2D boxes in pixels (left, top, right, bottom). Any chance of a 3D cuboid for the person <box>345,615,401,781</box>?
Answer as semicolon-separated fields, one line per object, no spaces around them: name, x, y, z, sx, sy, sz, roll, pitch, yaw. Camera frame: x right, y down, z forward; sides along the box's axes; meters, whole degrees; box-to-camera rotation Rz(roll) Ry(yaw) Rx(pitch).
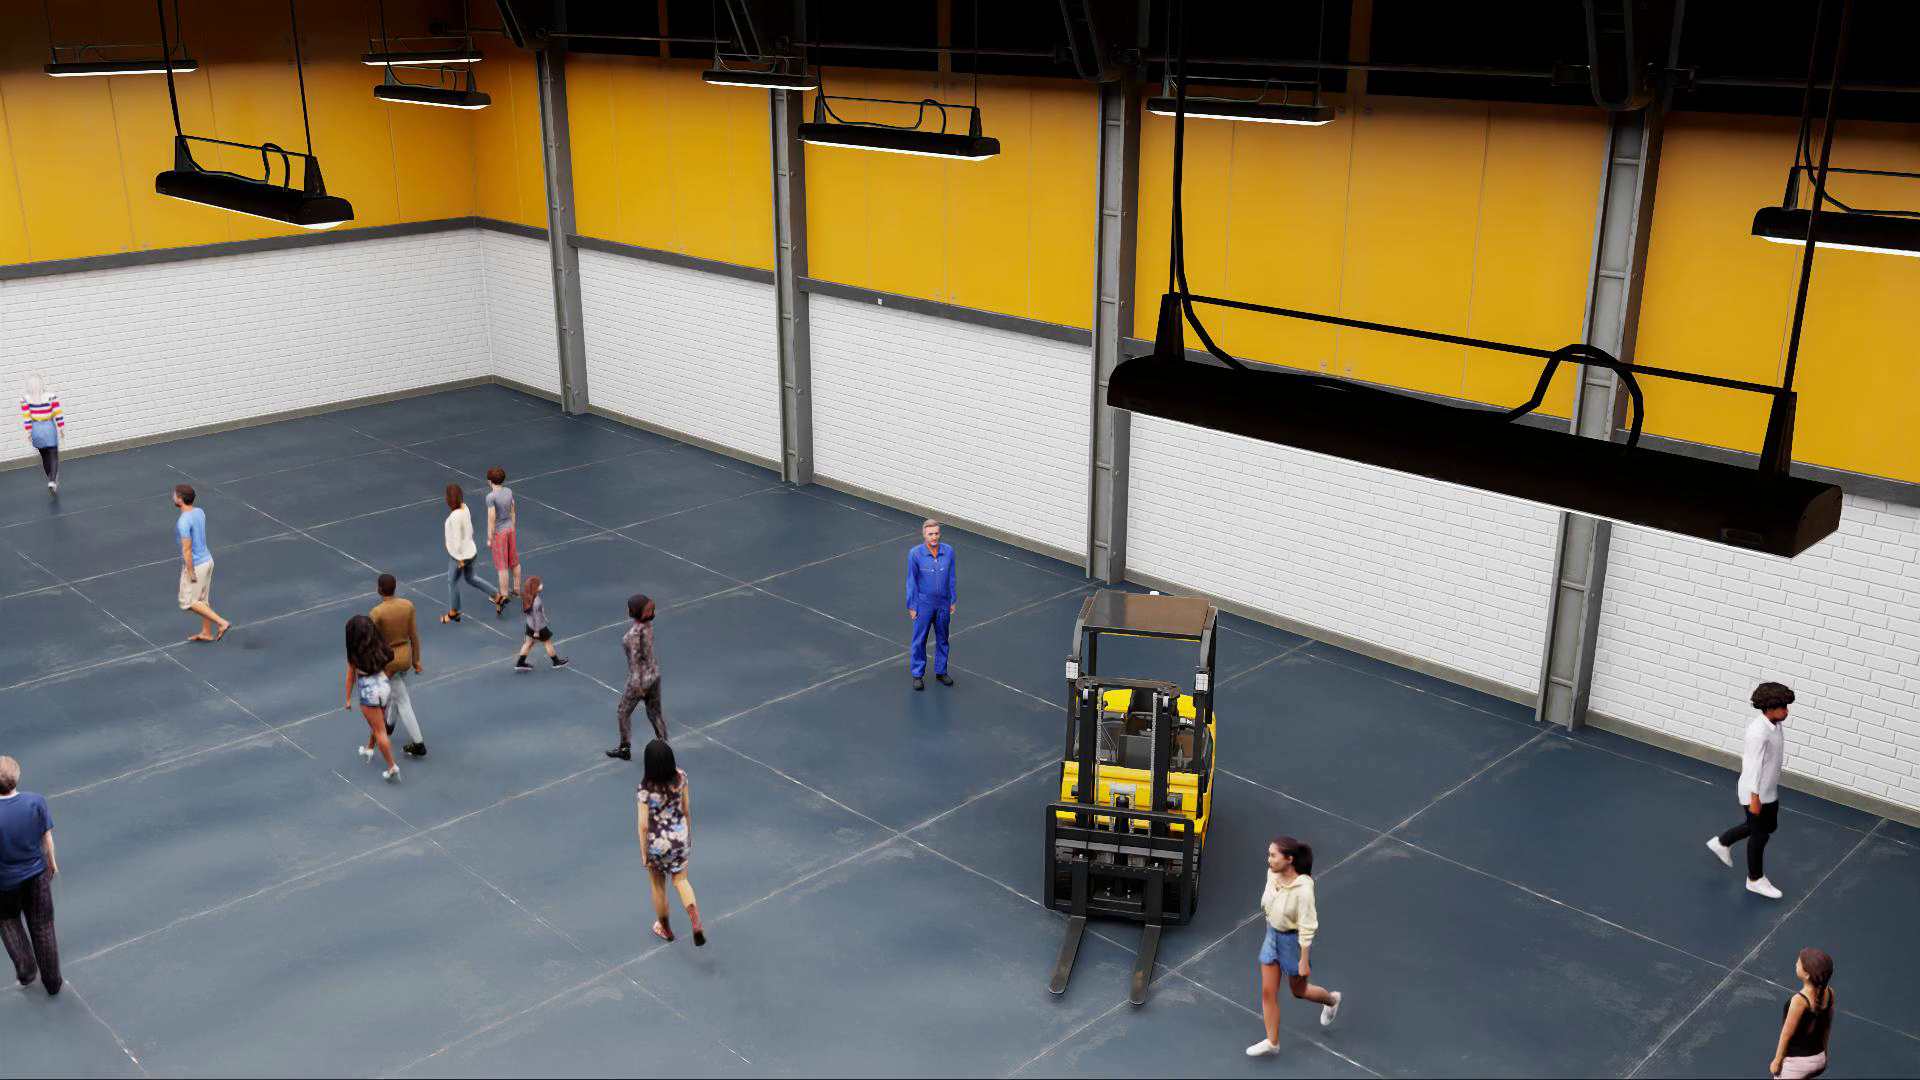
person;-5.358;1.486;15.324;0.975;1.587;0.680;12;22;32

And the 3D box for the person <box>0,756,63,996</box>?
person;-6.747;2.471;11.985;0.700;1.852;0.713;-15;24;-37

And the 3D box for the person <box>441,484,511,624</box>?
person;-5.631;0.167;19.149;1.081;1.646;1.011;1;19;2

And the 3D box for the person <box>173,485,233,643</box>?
person;-8.413;0.283;18.486;0.980;1.849;0.904;1;19;4

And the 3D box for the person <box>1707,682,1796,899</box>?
person;6.444;1.987;13.510;0.874;1.796;0.641;17;25;41

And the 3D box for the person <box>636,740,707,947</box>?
person;-2.177;2.336;12.594;0.690;1.719;0.936;-13;23;-34

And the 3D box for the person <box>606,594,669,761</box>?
person;-2.888;1.340;15.599;0.987;1.689;0.820;6;20;18

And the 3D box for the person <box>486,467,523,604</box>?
person;-5.456;-0.071;19.848;0.601;1.651;0.629;11;21;29

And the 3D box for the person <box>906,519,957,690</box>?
person;-0.301;0.650;17.431;0.787;1.828;0.714;-7;20;-21

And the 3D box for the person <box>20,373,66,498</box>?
person;-13.141;-1.492;23.862;0.978;1.782;1.190;-6;19;-17

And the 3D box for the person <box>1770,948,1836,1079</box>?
person;5.205;3.241;10.189;0.730;1.540;1.026;-9;21;-25

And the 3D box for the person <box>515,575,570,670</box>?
person;-4.602;0.904;17.844;0.678;1.082;0.774;-9;21;-26

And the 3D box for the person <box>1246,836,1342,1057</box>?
person;2.322;2.780;11.459;0.922;1.601;1.057;-9;21;-26

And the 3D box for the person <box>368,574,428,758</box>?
person;-5.317;1.227;15.808;1.165;1.770;0.770;13;23;34
